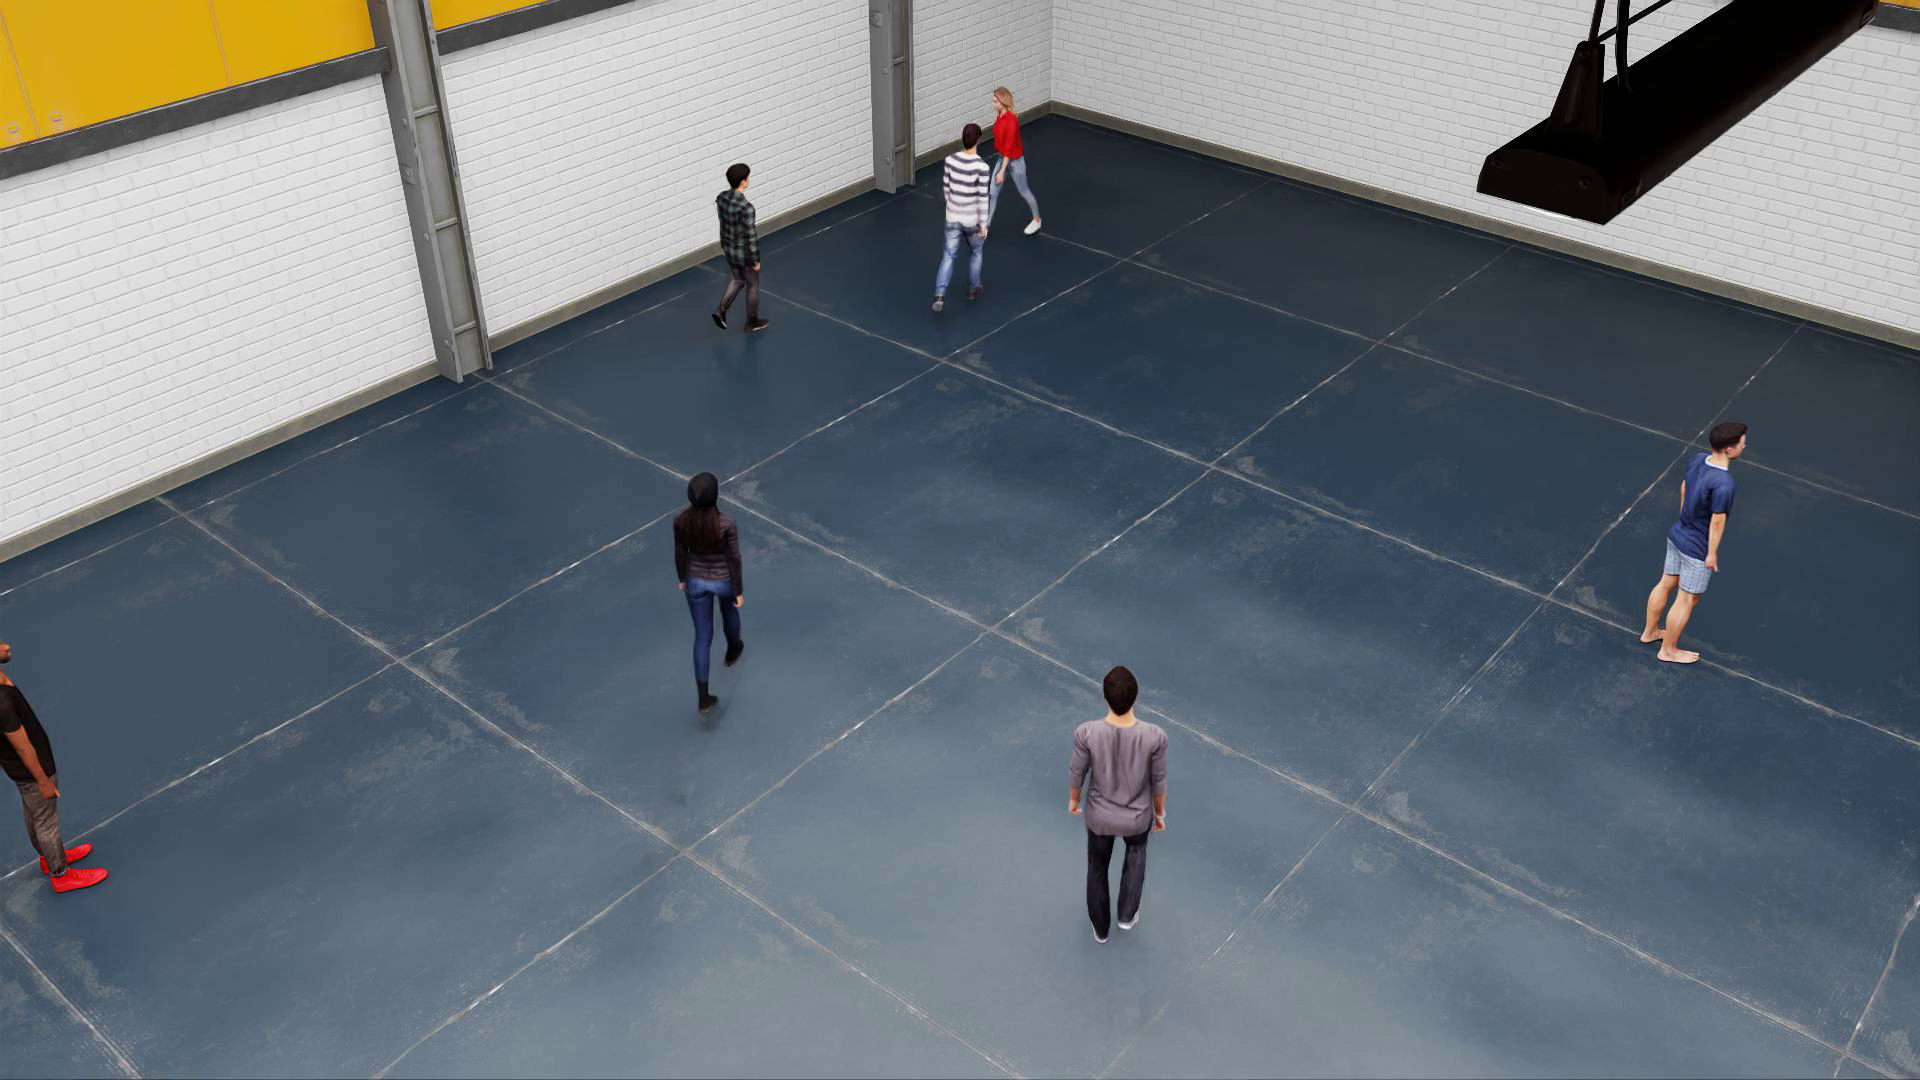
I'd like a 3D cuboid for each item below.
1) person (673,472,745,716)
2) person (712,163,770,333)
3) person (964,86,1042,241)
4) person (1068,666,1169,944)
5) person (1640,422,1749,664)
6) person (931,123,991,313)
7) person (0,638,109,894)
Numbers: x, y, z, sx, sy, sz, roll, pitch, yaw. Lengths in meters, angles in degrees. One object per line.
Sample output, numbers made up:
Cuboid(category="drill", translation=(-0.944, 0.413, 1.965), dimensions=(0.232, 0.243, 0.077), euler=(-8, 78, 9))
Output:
Cuboid(category="person", translation=(-1.681, 0.368, 11.063), dimensions=(1.045, 1.703, 1.229), euler=(4, 34, 6))
Cuboid(category="person", translation=(-2.131, -2.724, 15.697), dimensions=(0.698, 1.696, 0.809), euler=(27, 42, 35))
Cuboid(category="person", translation=(0.604, -3.972, 17.642), dimensions=(1.235, 1.648, 0.964), euler=(-15, 37, -22))
Cuboid(category="person", translation=(0.871, 1.540, 9.179), dimensions=(0.814, 1.836, 0.834), euler=(3, 34, 5))
Cuboid(category="person", translation=(5.071, 0.003, 11.483), dimensions=(0.754, 1.847, 0.702), euler=(-4, 34, -7))
Cuboid(category="person", translation=(0.003, -3.081, 16.156), dimensions=(0.911, 1.810, 1.201), euler=(9, 35, 13))
Cuboid(category="person", translation=(-5.413, 1.270, 9.615), dimensions=(0.573, 1.804, 0.679), euler=(-26, 41, -33))
